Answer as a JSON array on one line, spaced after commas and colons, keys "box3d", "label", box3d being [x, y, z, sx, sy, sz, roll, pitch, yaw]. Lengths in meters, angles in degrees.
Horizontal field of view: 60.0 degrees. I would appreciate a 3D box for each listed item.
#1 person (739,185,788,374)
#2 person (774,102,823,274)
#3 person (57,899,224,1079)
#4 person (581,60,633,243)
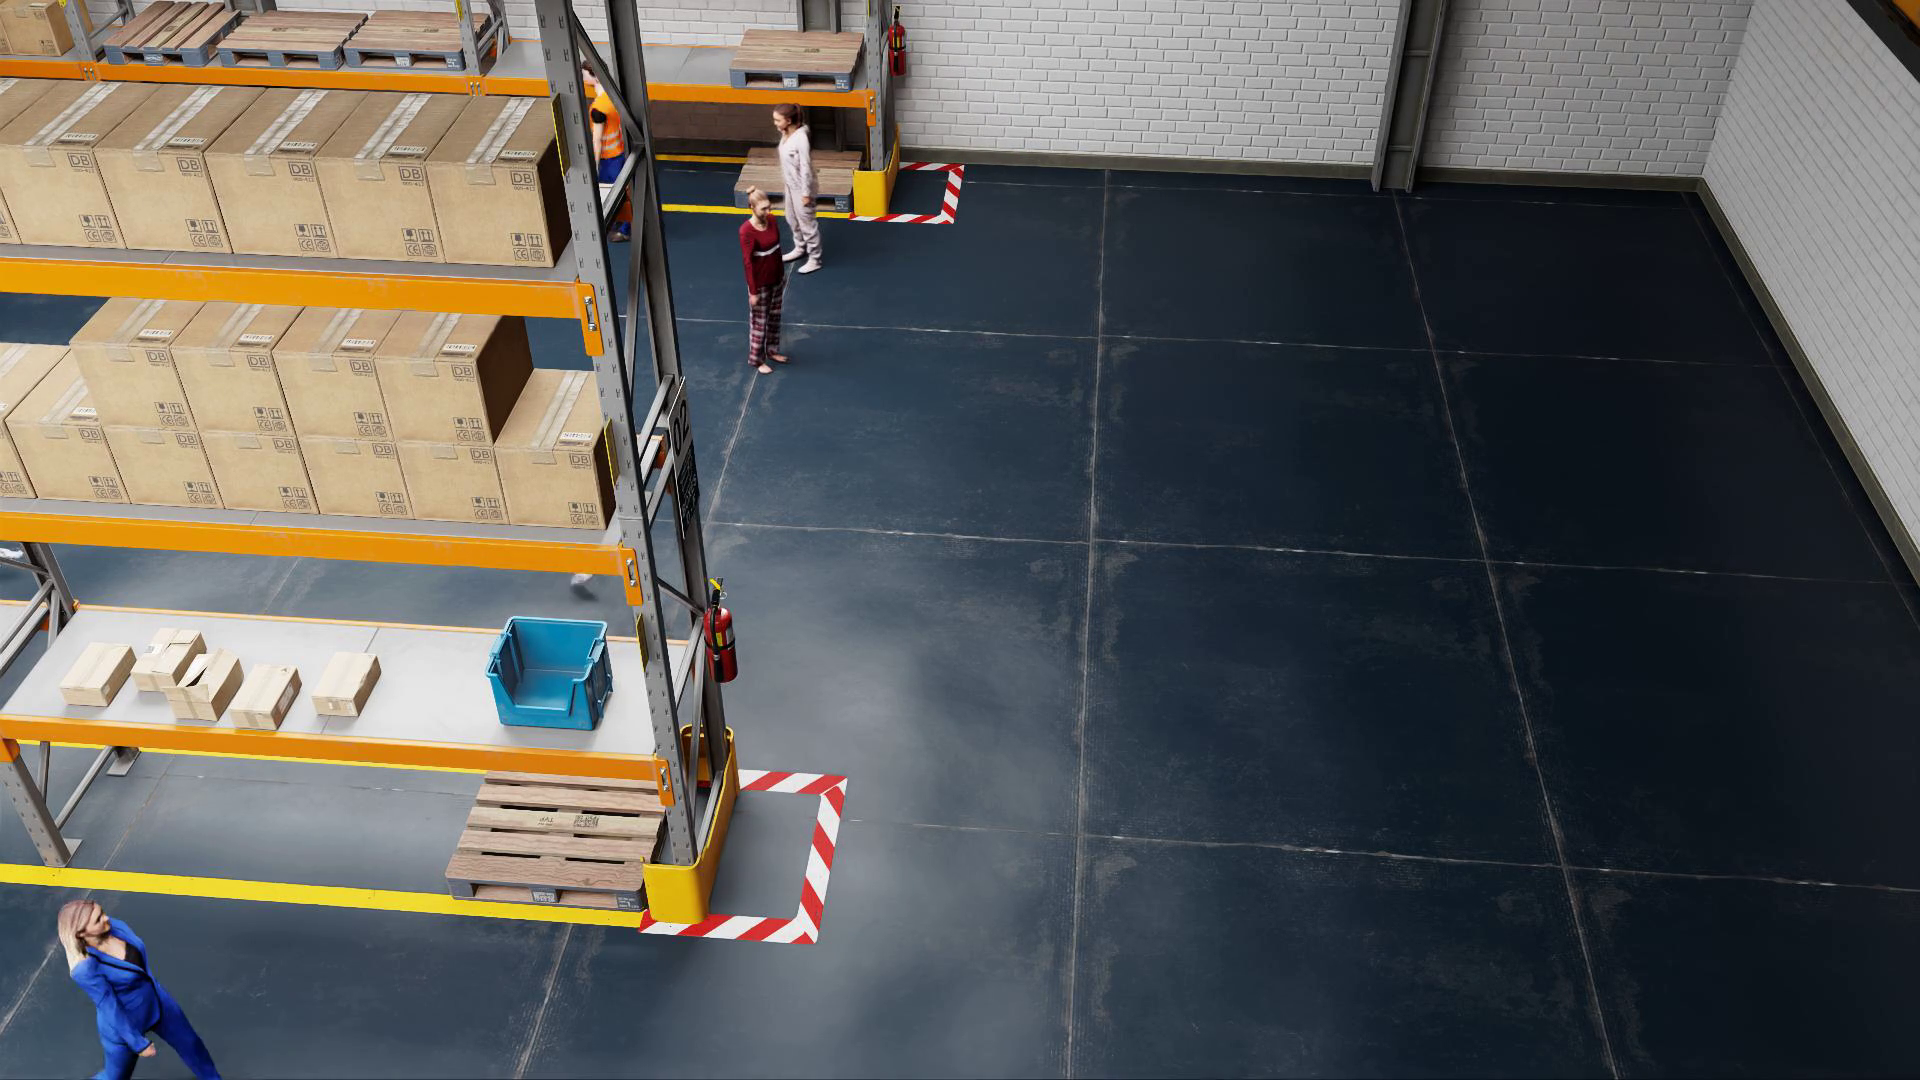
[{"box3d": [-1.677, -2.241, 14.270, 0.680, 1.703, 0.695, 23, 44, 26], "label": "person"}, {"box3d": [-1.485, -3.352, 15.682, 0.787, 1.678, 0.754, -21, 43, -24], "label": "person"}, {"box3d": [-4.304, 2.444, 8.434, 1.177, 1.666, 0.775, -4, 39, -5], "label": "person"}, {"box3d": [-3.271, -3.721, 15.986, 0.665, 1.875, 0.713, 5, 39, 6], "label": "person"}]
